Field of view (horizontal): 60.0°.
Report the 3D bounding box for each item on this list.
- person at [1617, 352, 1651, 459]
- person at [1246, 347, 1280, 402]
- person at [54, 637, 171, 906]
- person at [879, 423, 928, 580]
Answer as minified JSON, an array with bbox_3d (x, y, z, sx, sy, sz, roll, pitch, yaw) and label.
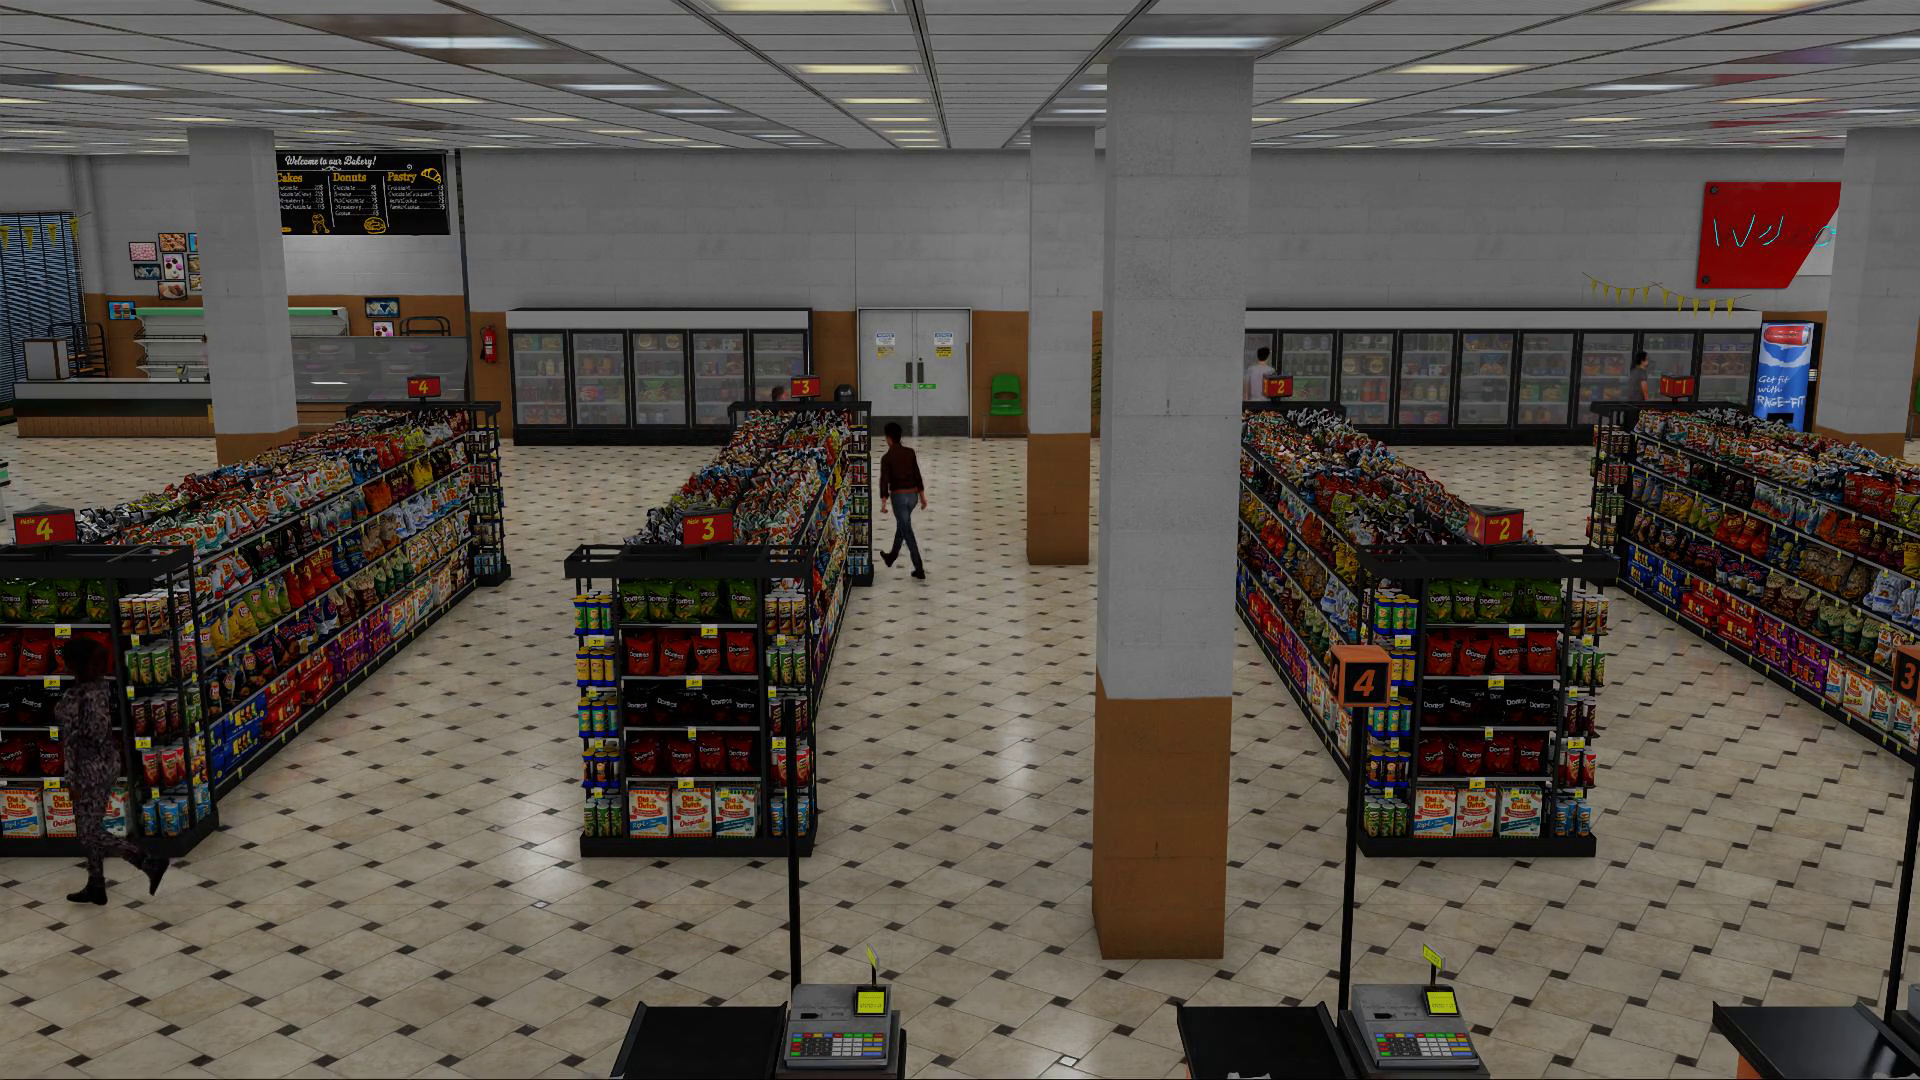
[{"bbox_3d":[10.878,-2.155,26.948,0.760,1.723,0.995,2,12,8],"label":"person"},{"bbox_3d":[4.757,-2.108,26.494,1.201,1.818,1.272,11,16,42],"label":"person"},{"bbox_3d":[-5.146,1.421,10.022,0.695,1.700,0.905,1,12,7],"label":"person"},{"bbox_3d":[-0.578,-0.392,18.602,1.121,1.712,1.224,-9,15,-35],"label":"person"}]
